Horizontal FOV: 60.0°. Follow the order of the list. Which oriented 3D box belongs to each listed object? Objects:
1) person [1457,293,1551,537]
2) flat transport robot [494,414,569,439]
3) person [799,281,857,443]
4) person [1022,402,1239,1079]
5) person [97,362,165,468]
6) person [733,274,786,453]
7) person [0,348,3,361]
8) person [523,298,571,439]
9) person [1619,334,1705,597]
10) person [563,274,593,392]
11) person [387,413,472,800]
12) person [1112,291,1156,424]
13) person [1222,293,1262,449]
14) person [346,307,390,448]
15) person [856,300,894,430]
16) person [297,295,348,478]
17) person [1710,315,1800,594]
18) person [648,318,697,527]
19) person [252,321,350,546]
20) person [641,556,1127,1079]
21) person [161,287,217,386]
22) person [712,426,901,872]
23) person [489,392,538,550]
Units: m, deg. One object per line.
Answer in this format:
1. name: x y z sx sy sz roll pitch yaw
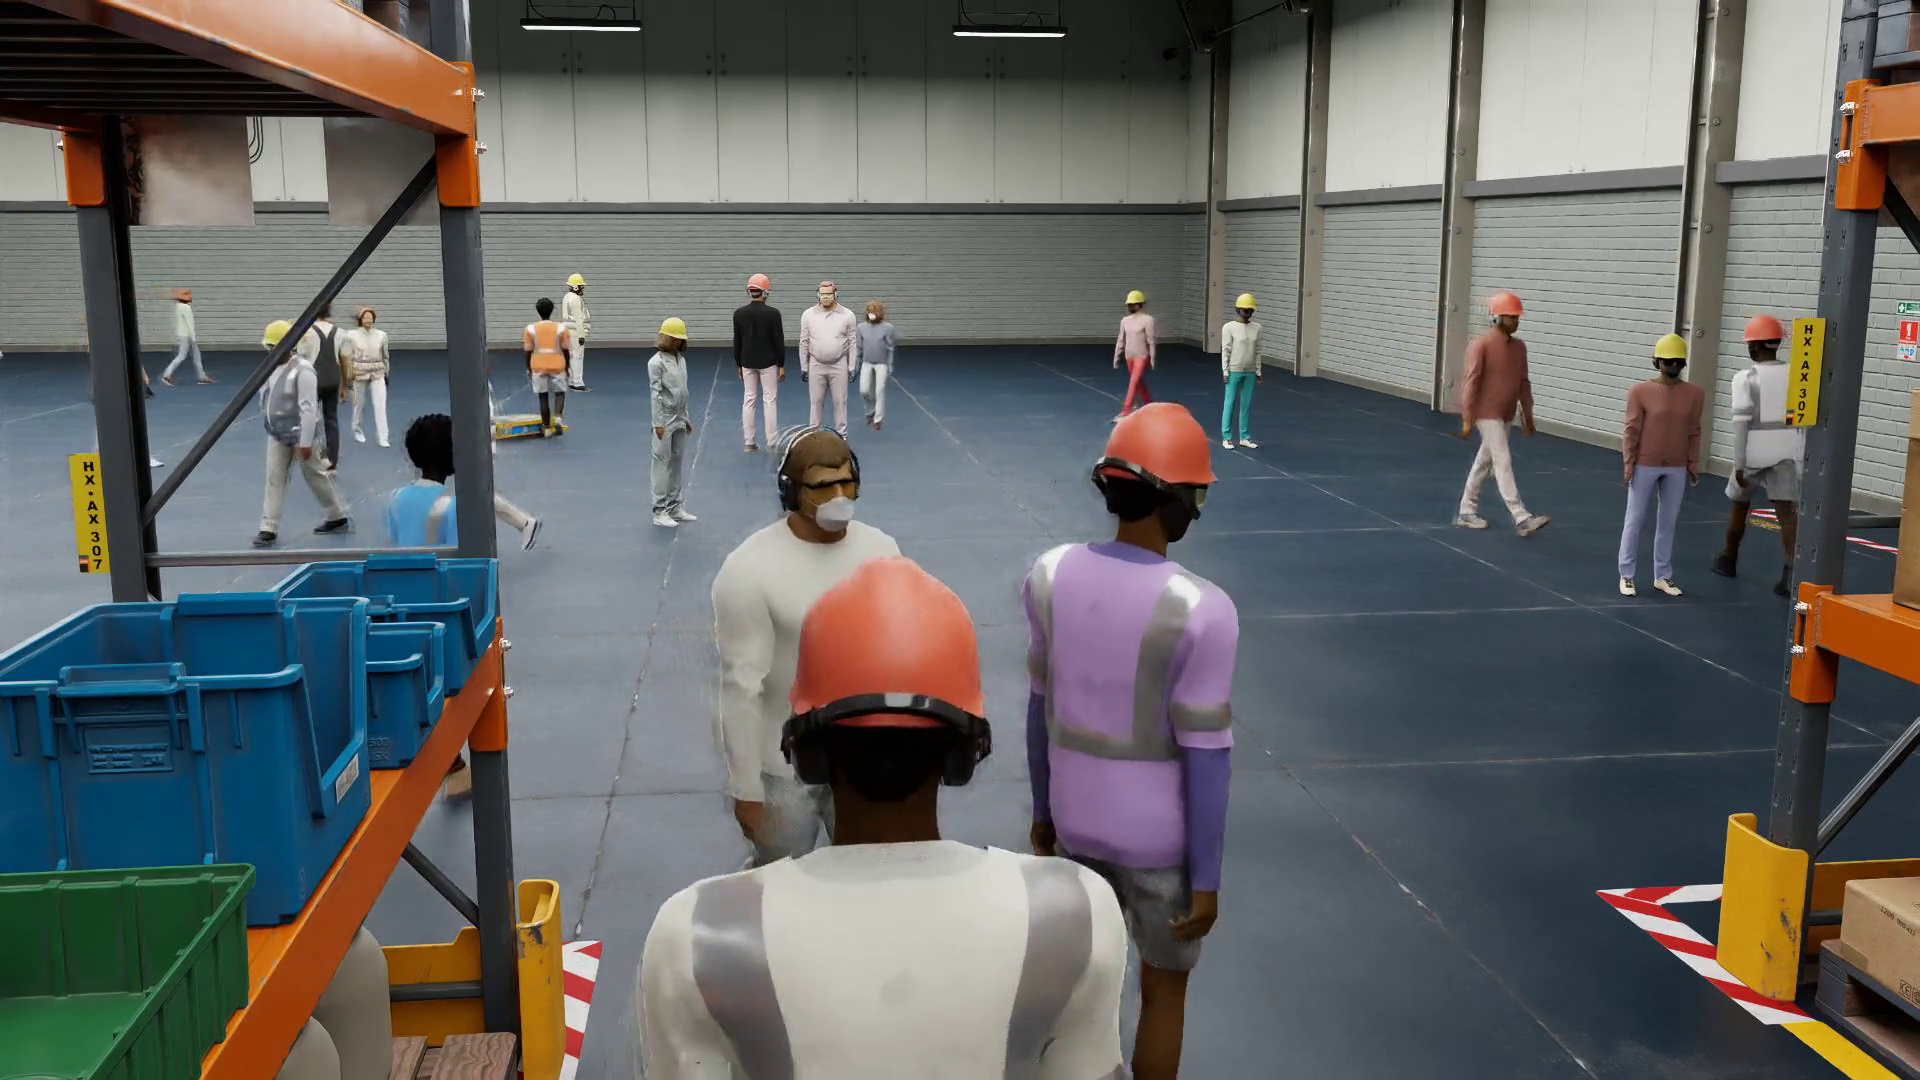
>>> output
1. person: 4.434 -1.006 13.439 0.647 1.942 0.990 -7 13 -35
2. flat transport robot: -5.440 -1.351 19.933 0.652 0.197 1.431 6 12 31
3. person: -1.487 -1.950 18.731 0.651 1.907 0.409 0 10 -1
4. person: 0.358 0.685 3.977 0.627 2.023 0.642 10 14 42
5. person: -8.785 -1.553 17.420 0.872 1.594 0.524 1 10 6
6. person: -2.221 -1.958 18.540 0.611 1.993 0.386 4 11 19
7. person: -14.673 -3.087 24.910 0.659 1.923 0.473 3 11 15
8. person: -4.917 -2.043 19.825 0.549 1.681 0.365 -3 11 -14
9. person: 4.702 -0.495 11.140 0.526 1.769 0.330 0 10 -1
10. person: -5.962 -3.222 25.906 0.404 1.830 0.603 -6 12 -29
11. person: -2.219 0.314 6.914 0.541 1.681 0.585 10 14 43
12. person: 2.262 -2.356 21.477 0.925 1.715 0.545 -9 14 -42
13. person: 3.210 -1.915 18.926 0.522 1.769 0.311 -5 11 -24
14. person: -6.865 -1.892 19.256 0.521 1.604 0.851 -7 12 -34
15. person: -1.067 -2.172 20.744 0.500 1.621 0.337 2 10 9
16. person: -6.344 -1.511 16.507 0.464 1.834 0.575 9 14 41
17. person: 5.515 -0.587 11.365 0.555 1.889 1.025 0 10 0
18. person: -2.401 -0.989 13.934 0.311 1.735 0.484 4 11 22
19. person: -5.280 -0.858 13.159 0.630 1.766 0.910 5 12 27
20. person: -0.087 1.032 2.097 0.612 2.020 0.875 -2 10 -9
21. person: -12.617 -3.317 27.048 0.830 1.598 0.505 -7 12 -34
22. person: -0.460 0.598 4.804 0.629 1.903 0.953 -8 13 -37
23. person: -3.578 -0.670 12.508 0.642 1.613 0.514 -3 11 -14
